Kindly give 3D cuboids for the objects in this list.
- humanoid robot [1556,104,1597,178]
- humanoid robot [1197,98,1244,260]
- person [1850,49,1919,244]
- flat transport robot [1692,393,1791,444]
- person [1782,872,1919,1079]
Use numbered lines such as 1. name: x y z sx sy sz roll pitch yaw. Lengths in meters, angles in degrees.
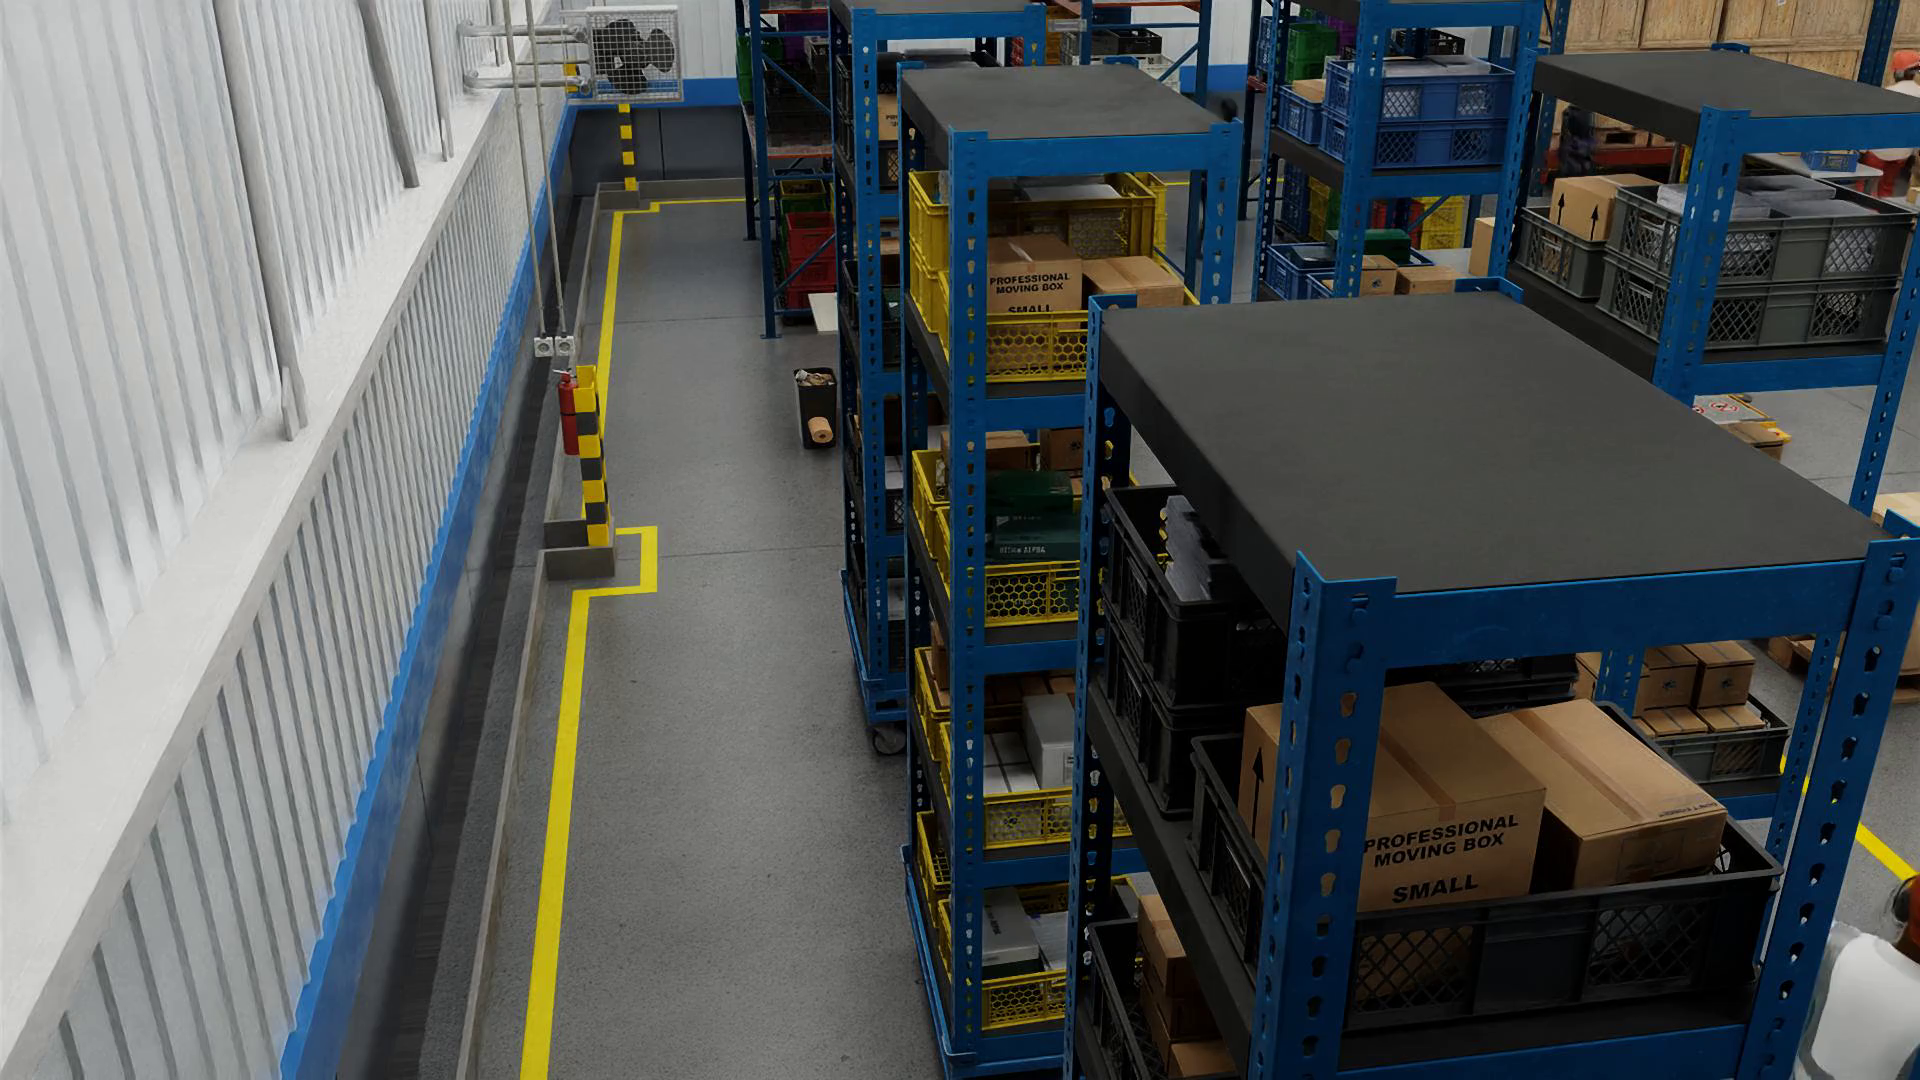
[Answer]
1. humanoid robot: 6.474 -3.965 17.252 0.648 1.634 0.556 -19 31 -36
2. humanoid robot: 2.516 -3.524 16.292 0.594 1.625 0.558 -18 30 -33
3. person: 9.422 -3.948 16.836 0.636 1.968 0.583 -3 25 -6
4. flat transport robot: 5.224 -0.859 12.132 1.431 0.197 0.652 -4 25 -8
5. person: 2.455 1.708 4.686 0.647 1.856 0.594 -13 28 -27
